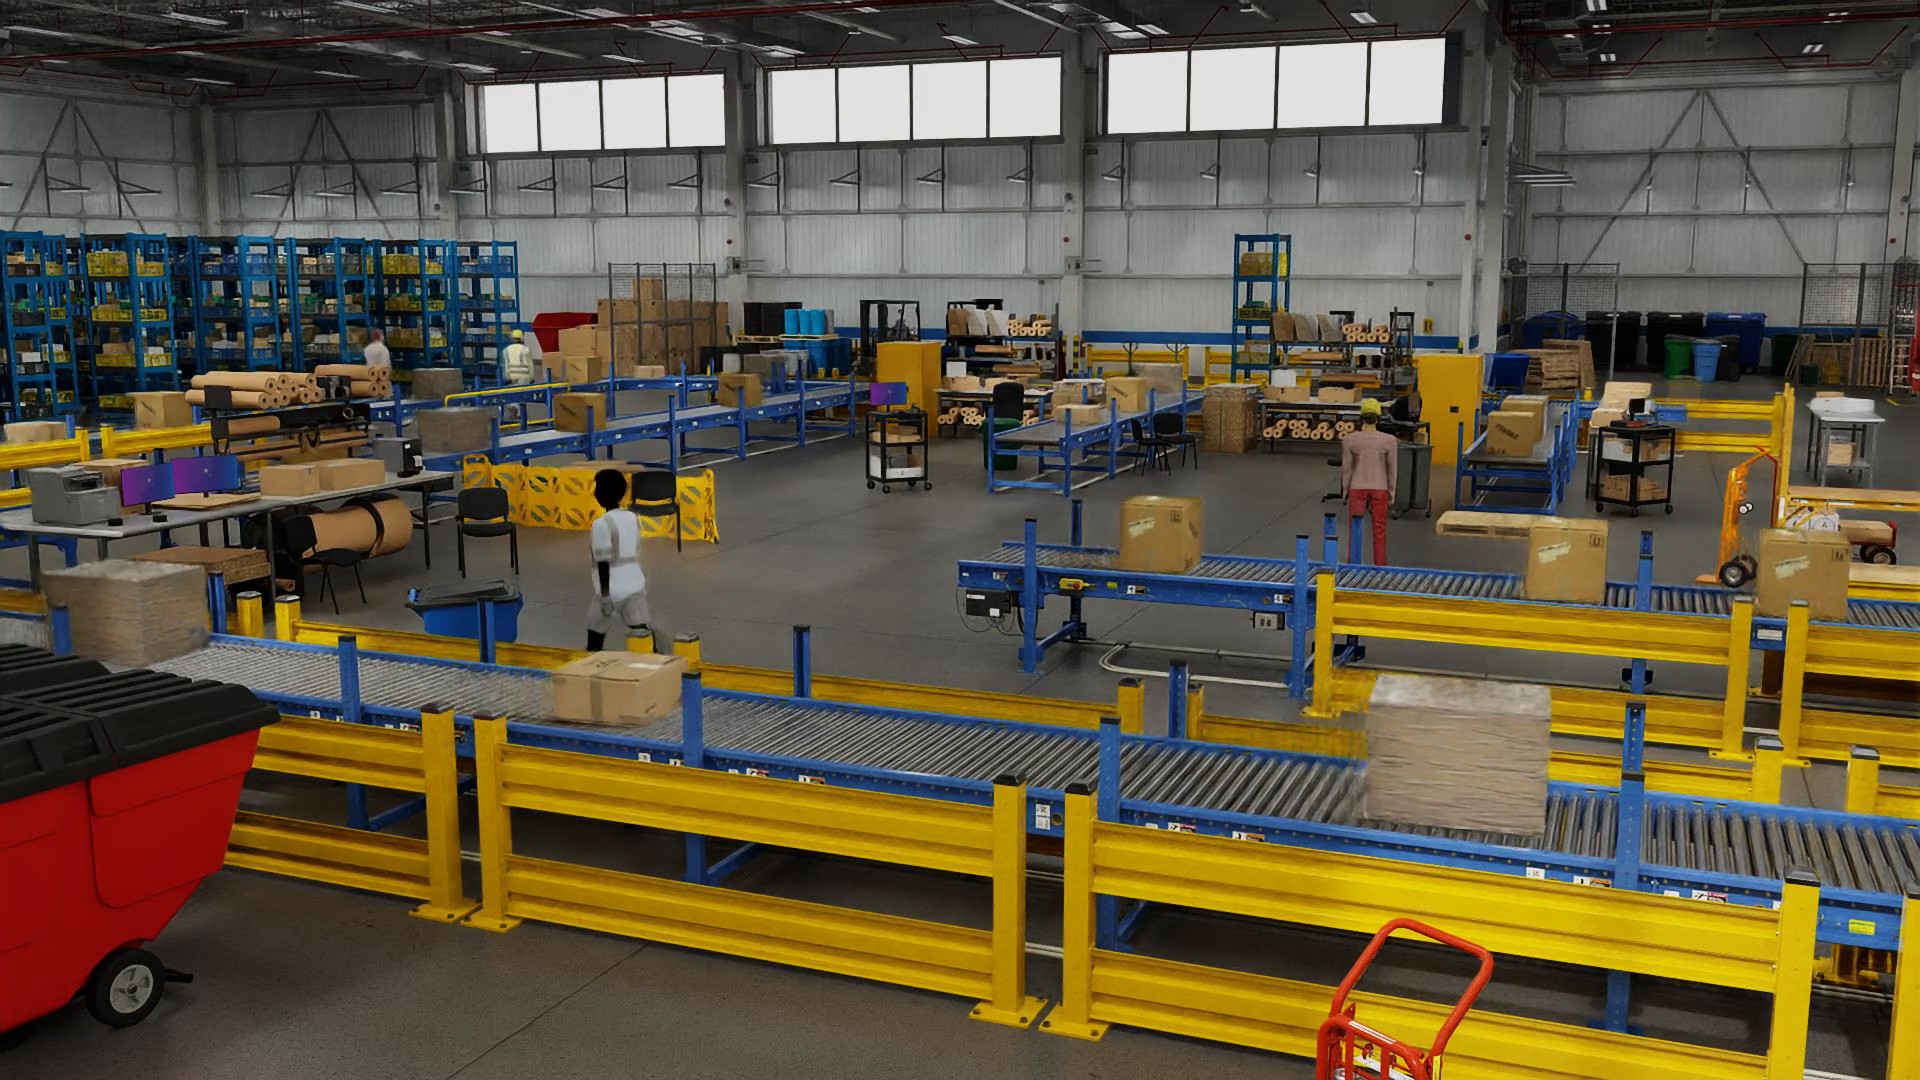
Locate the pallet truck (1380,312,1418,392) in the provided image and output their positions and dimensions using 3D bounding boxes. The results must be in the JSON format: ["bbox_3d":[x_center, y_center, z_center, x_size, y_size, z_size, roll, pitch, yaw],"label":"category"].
[{"bbox_3d":[10.207,-4.283,38.369,0.823,1.965,1.885,3,10,20],"label":"pallet truck"}]

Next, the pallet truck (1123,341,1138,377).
[{"bbox_3d":[4.445,-4.380,41.279,0.680,1.201,1.601,4,10,22],"label":"pallet truck"}]

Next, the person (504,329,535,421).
[{"bbox_3d":[-8.609,-3.209,32.413,0.602,1.810,0.622,4,10,23],"label":"person"}]

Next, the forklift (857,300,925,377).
[{"bbox_3d":[-1.732,-5.109,42.468,1.157,1.987,2.680,4,10,22],"label":"forklift"}]

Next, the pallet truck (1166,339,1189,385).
[{"bbox_3d":[5.418,-4.269,40.420,0.704,1.261,1.522,3,10,20],"label":"pallet truck"}]

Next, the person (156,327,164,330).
[{"bbox_3d":[-17.968,-4.045,37.445,0.575,1.830,0.410,-6,11,-33],"label":"person"}]

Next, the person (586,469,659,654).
[{"bbox_3d":[-2.376,0.330,11.466,0.889,1.644,0.542,4,10,24],"label":"person"}]

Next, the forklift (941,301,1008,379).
[{"bbox_3d":[0.365,-4.966,41.571,1.157,1.987,2.680,3,10,20],"label":"forklift"}]

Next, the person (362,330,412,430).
[{"bbox_3d":[-10.726,-2.972,30.857,0.672,1.848,1.013,6,11,34],"label":"person"}]

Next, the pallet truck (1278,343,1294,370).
[{"bbox_3d":[7.886,-4.163,39.743,0.653,1.274,1.630,4,10,22],"label":"pallet truck"}]

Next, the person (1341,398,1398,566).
[{"bbox_3d":[3.934,-0.480,16.012,0.525,1.772,0.309,2,10,15],"label":"person"}]

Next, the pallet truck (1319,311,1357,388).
[{"bbox_3d":[9.071,-4.419,39.190,0.823,1.965,1.885,5,10,26],"label":"pallet truck"}]
